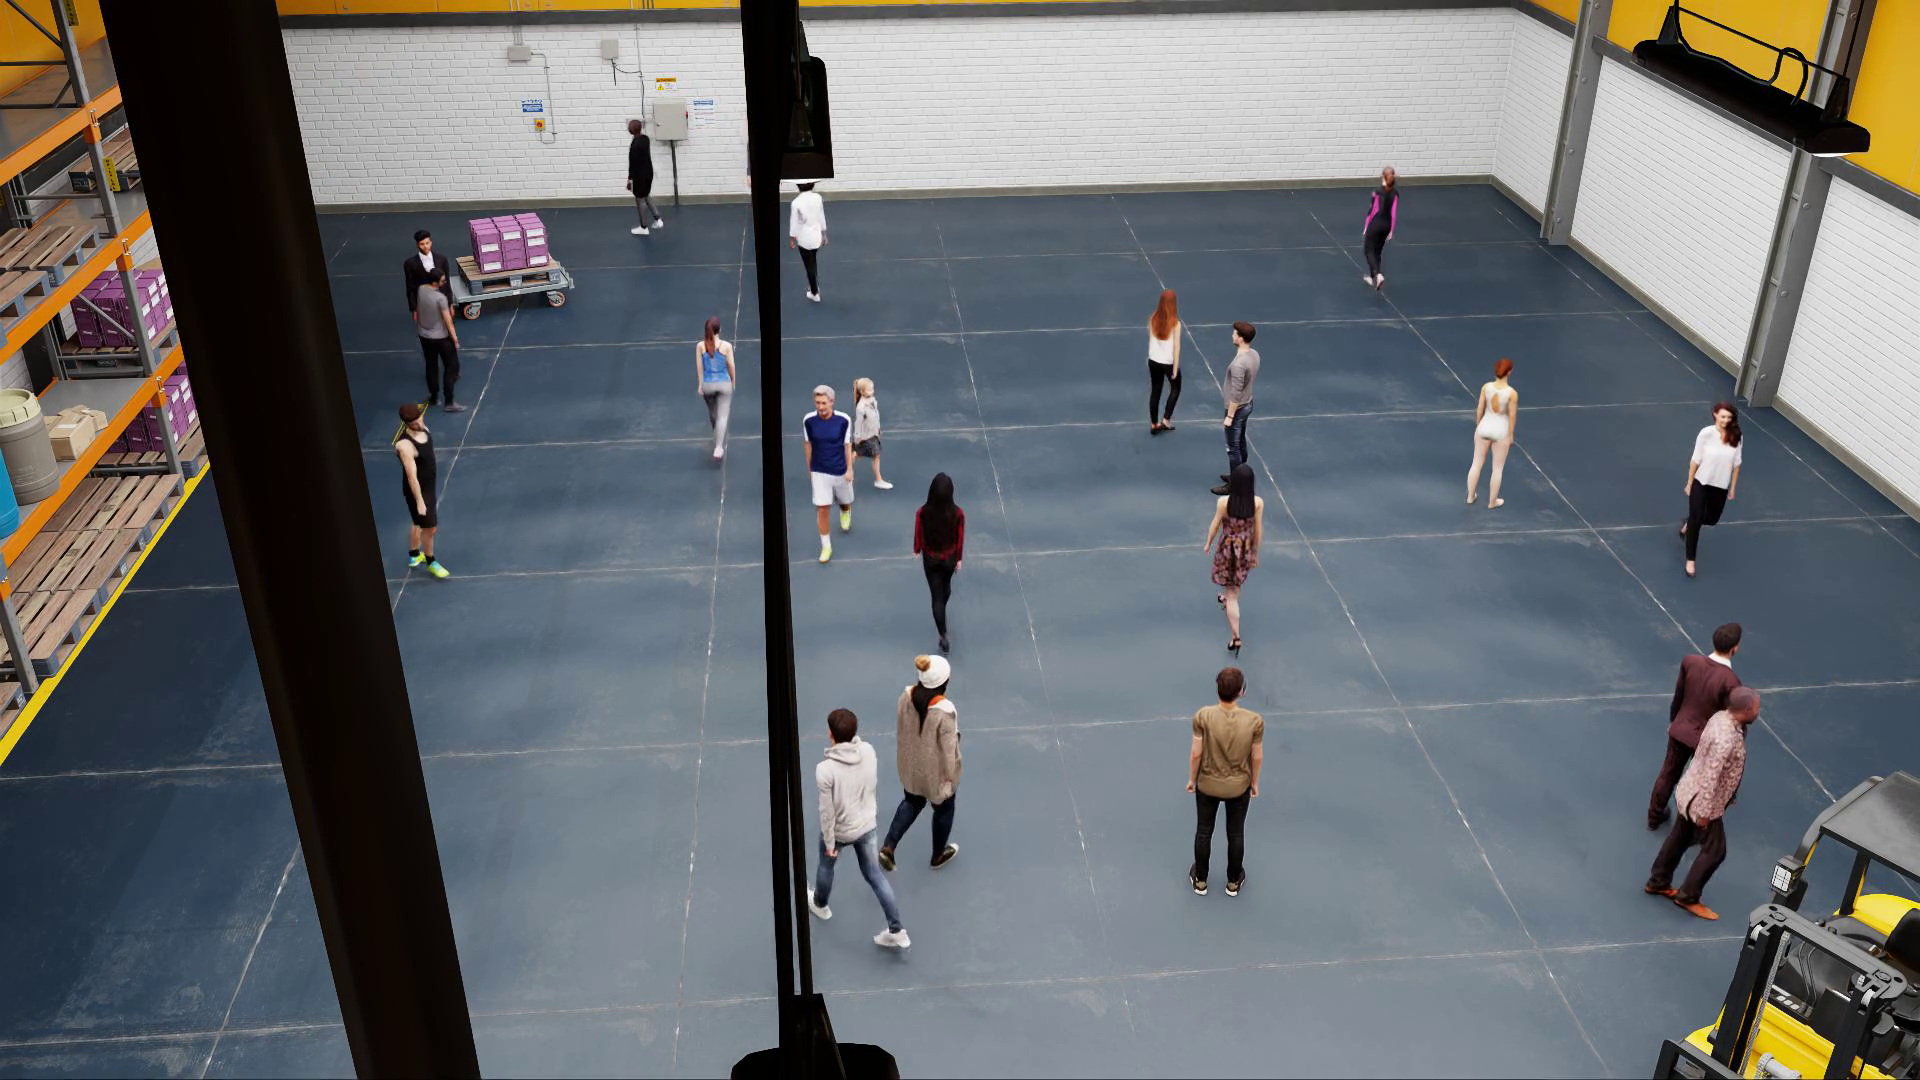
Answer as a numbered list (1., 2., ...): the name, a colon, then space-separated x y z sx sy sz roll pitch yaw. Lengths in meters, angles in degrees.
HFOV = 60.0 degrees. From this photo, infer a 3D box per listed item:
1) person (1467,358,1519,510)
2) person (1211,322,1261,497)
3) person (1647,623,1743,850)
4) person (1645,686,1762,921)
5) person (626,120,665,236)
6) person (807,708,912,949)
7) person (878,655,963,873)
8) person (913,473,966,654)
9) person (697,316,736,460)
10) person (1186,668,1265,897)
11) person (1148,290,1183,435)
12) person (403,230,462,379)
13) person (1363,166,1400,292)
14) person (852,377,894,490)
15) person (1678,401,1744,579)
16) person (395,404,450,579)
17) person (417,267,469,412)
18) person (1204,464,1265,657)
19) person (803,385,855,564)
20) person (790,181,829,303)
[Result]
1. person: 5.526 -1.113 17.233 0.612 1.643 0.660 20 34 32
2. person: 2.922 -1.378 17.448 0.845 1.903 0.716 13 31 22
3. person: 5.468 1.441 12.324 0.820 1.860 0.689 -17 33 -28
4. person: 5.162 1.801 11.749 0.916 1.779 0.827 13 31 23
5. person: -4.743 -5.479 25.121 0.882 1.755 0.775 9 30 17
6. person: -0.671 2.013 11.326 1.153 1.812 1.318 -24 37 -37
7. person: -0.301 1.641 11.942 1.007 1.875 1.078 20 35 32
8. person: -0.170 0.235 14.793 0.632 1.613 1.053 -4 29 -7
9. person: -2.676 -1.641 18.278 0.638 1.569 1.094 1 29 2
10. person: 1.869 1.721 11.822 0.712 1.849 0.638 4 29 7
11. person: 2.255 -1.971 18.733 0.676 1.713 0.722 18 34 30
12. person: -6.402 -2.865 20.193 0.773 1.884 0.737 -17 33 -28
13. person: 5.789 -4.259 22.911 0.633 1.728 0.987 -5 29 -9
14. person: -1.044 -1.150 17.706 0.798 1.255 0.886 9 30 16
15. person: 7.202 -0.543 16.051 0.672 1.775 0.988 1 29 2
16. person: -5.172 -0.500 15.891 0.854 1.852 0.643 -6 29 -11
17. person: -6.179 -2.376 19.461 0.896 1.727 0.843 6 29 11
18. person: 2.452 0.206 14.731 0.667 1.724 1.148 -4 29 -8
19. person: -1.256 -0.718 16.331 0.683 1.814 1.068 0 29 1
20. person: -2.001 -4.093 22.539 0.801 1.795 0.830 -19 34 -31
